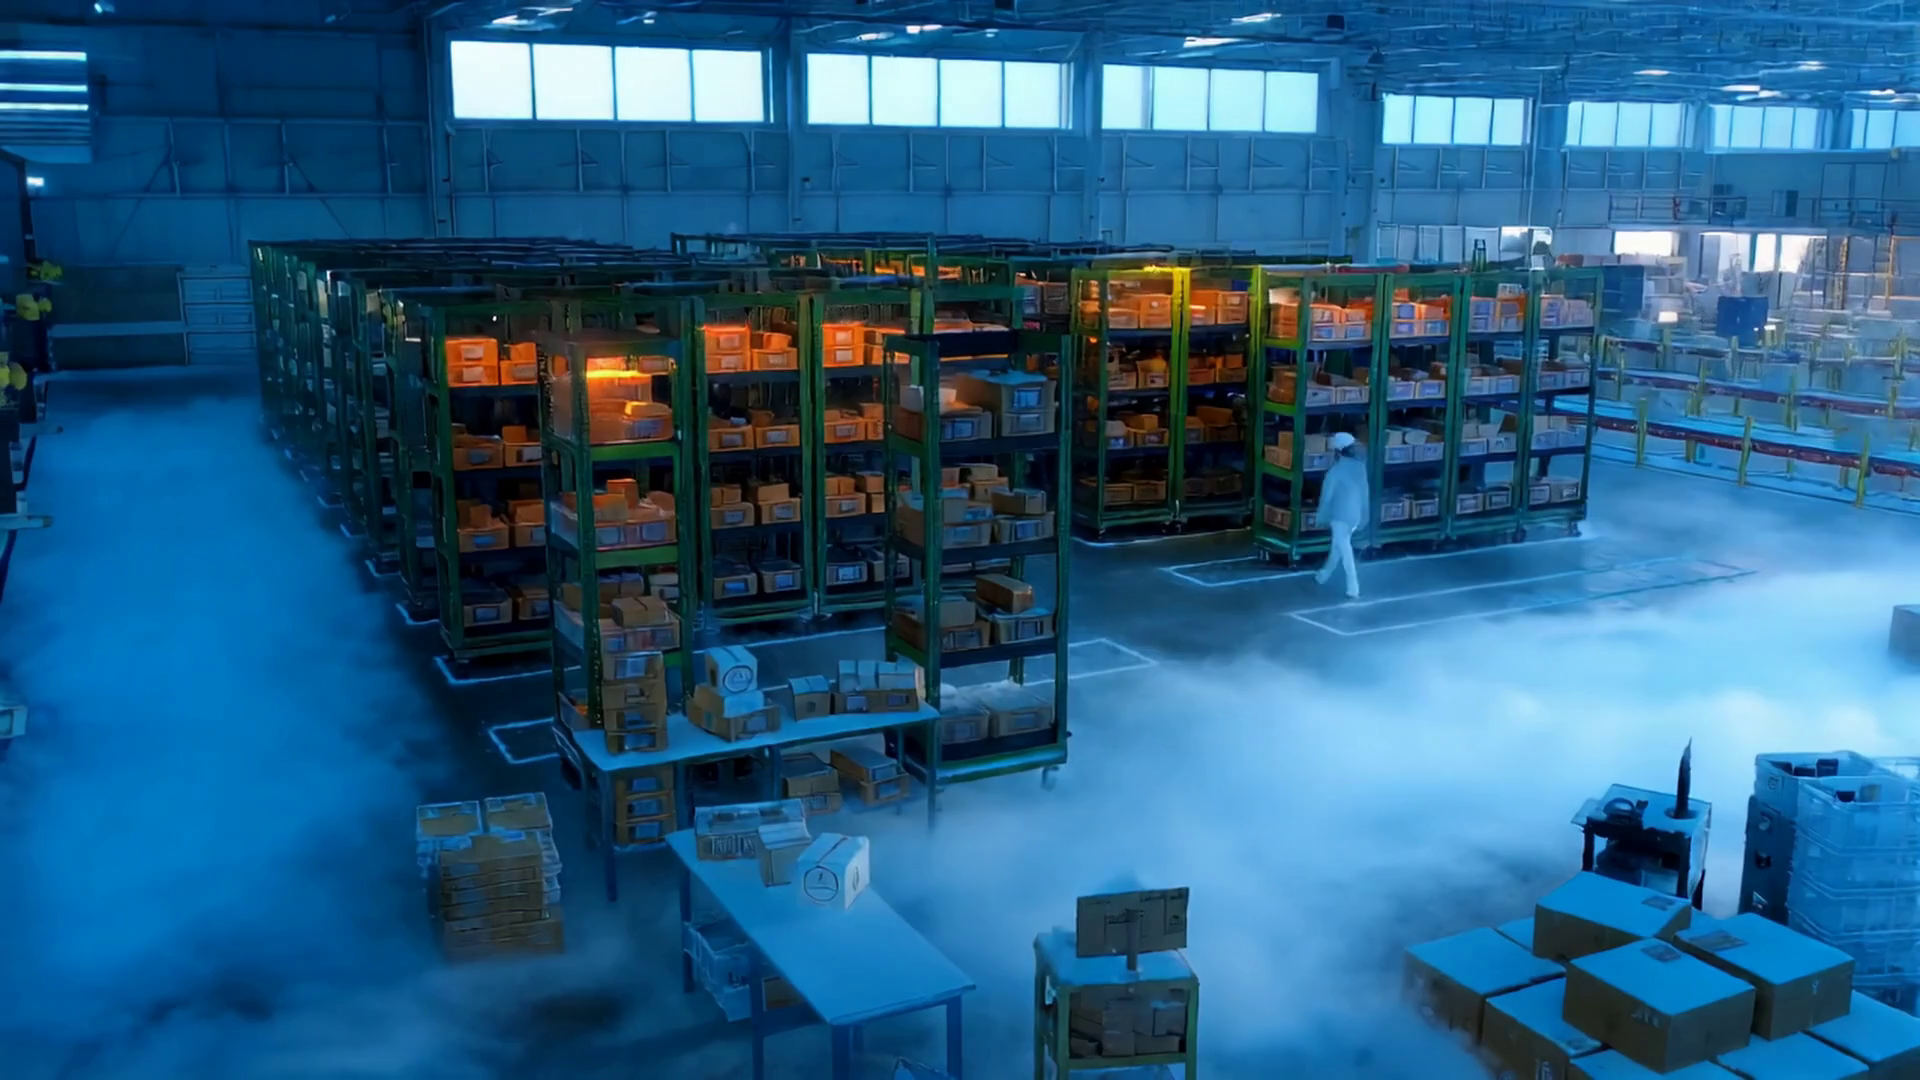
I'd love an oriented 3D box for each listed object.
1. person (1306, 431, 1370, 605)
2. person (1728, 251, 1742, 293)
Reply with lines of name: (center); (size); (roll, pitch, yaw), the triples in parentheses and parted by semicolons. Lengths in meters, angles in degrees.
person: (4.283, -0.281, 19.007); (0.652, 1.946, 0.981); (-8, 15, -34)
person: (33.856, -11.691, 72.655); (0.542, 1.841, 0.349); (7, 14, 30)
